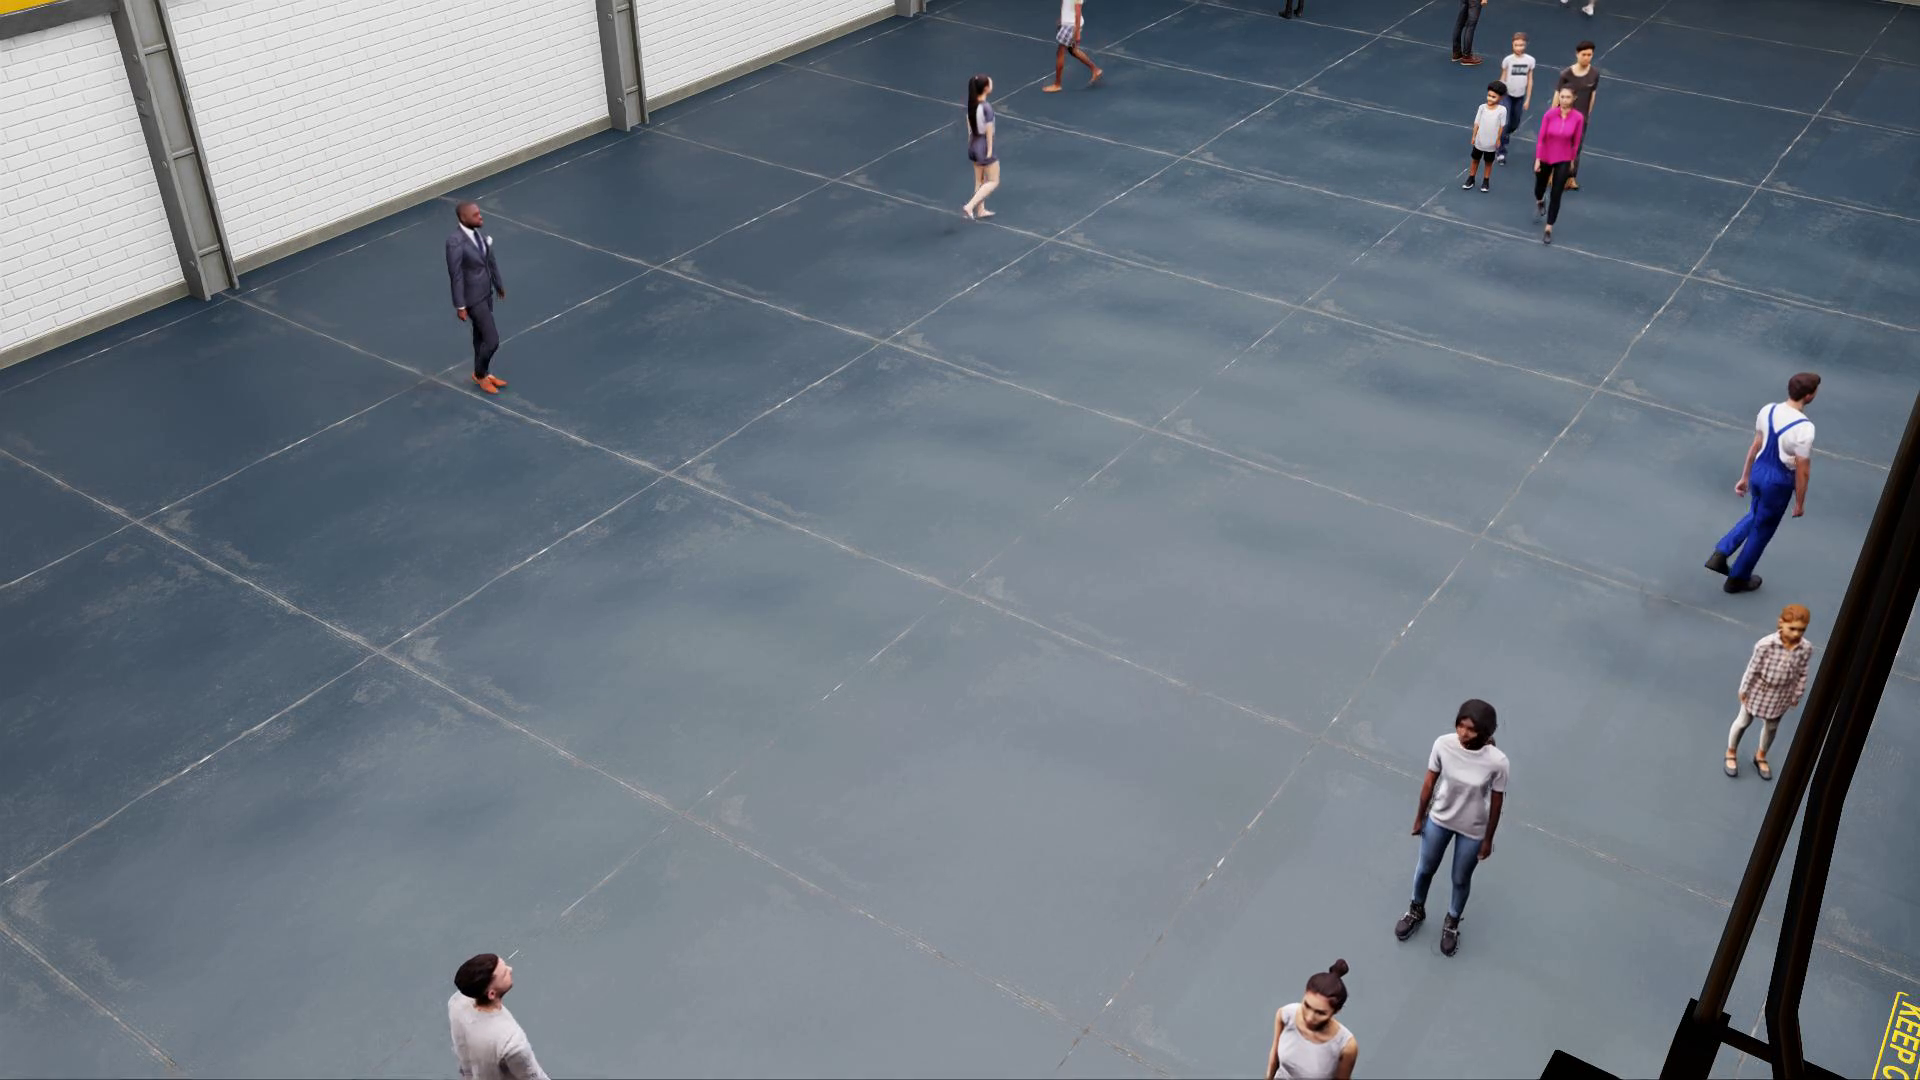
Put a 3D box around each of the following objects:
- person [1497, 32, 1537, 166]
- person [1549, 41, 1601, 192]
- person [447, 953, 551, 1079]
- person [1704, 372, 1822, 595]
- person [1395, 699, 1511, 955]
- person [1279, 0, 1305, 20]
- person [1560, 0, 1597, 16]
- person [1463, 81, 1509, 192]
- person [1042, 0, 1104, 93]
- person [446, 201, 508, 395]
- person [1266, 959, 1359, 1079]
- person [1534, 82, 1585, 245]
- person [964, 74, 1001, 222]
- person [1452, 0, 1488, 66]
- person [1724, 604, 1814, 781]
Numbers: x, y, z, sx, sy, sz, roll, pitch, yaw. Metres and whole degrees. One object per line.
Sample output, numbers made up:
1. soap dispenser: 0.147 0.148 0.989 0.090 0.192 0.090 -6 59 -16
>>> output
1. person: 6.533 -5.270 19.715 0.788 1.538 0.952 2 34 3
2. person: 6.965 -4.878 19.003 0.950 1.673 1.142 3 34 5
3. person: -2.135 2.622 7.601 1.059 1.805 0.836 -25 41 -33
4. person: 5.818 -0.375 12.083 0.888 1.835 0.823 -11 35 -16
5. person: 2.769 1.587 9.235 0.595 1.719 0.513 17 37 23
6. person: 4.994 -8.631 24.531 0.708 1.804 0.798 -13 36 -18
7. person: 9.389 -8.700 24.648 1.118 1.790 1.210 -3 34 -5
8. person: 6.030 -4.624 18.998 0.514 1.257 0.513 15 36 21
9. person: 1.529 -6.742 21.778 1.127 1.705 1.086 -5 34 -7
10. person: -4.382 -2.169 14.802 0.870 1.811 0.743 5 34 7
11. person: 1.632 2.599 7.810 0.560 1.612 0.518 24 40 31
12. person: 6.364 -4.082 17.809 0.769 1.670 1.109 10 35 15
13. person: 0.179 -4.217 18.041 0.826 1.638 0.716 -23 40 -31
14. person: 7.009 -7.466 22.721 0.766 1.868 0.745 -11 35 -17
15. person: 5.153 0.937 10.584 0.620 1.309 0.641 5 34 7
